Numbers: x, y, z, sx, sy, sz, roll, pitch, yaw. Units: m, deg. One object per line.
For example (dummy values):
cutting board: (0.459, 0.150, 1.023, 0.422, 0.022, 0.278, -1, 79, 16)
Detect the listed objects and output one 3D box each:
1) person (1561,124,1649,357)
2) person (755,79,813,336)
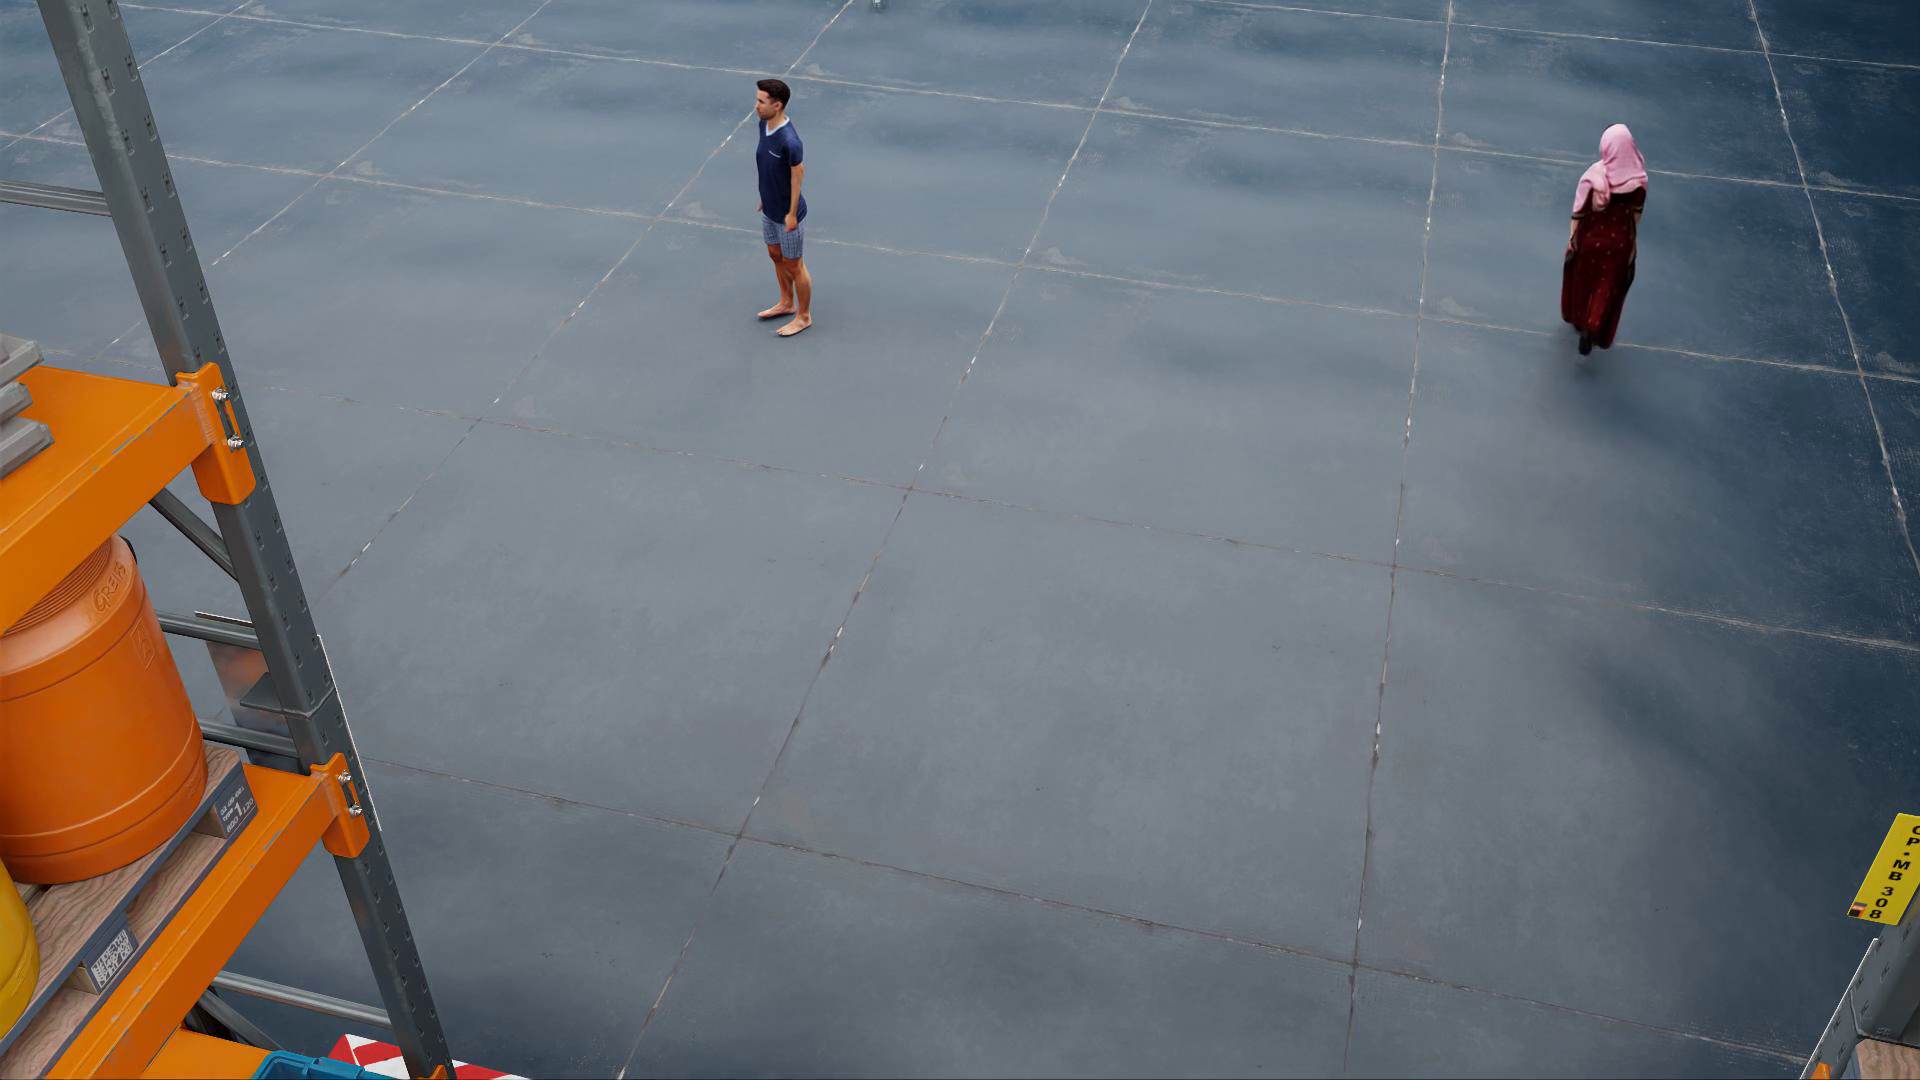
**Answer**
person: (4.391, -2.021, 11.348, 0.690, 1.611, 0.962, 11, 39, 14)
person: (-1.230, -2.321, 11.538, 0.757, 1.849, 0.707, -22, 43, -25)
